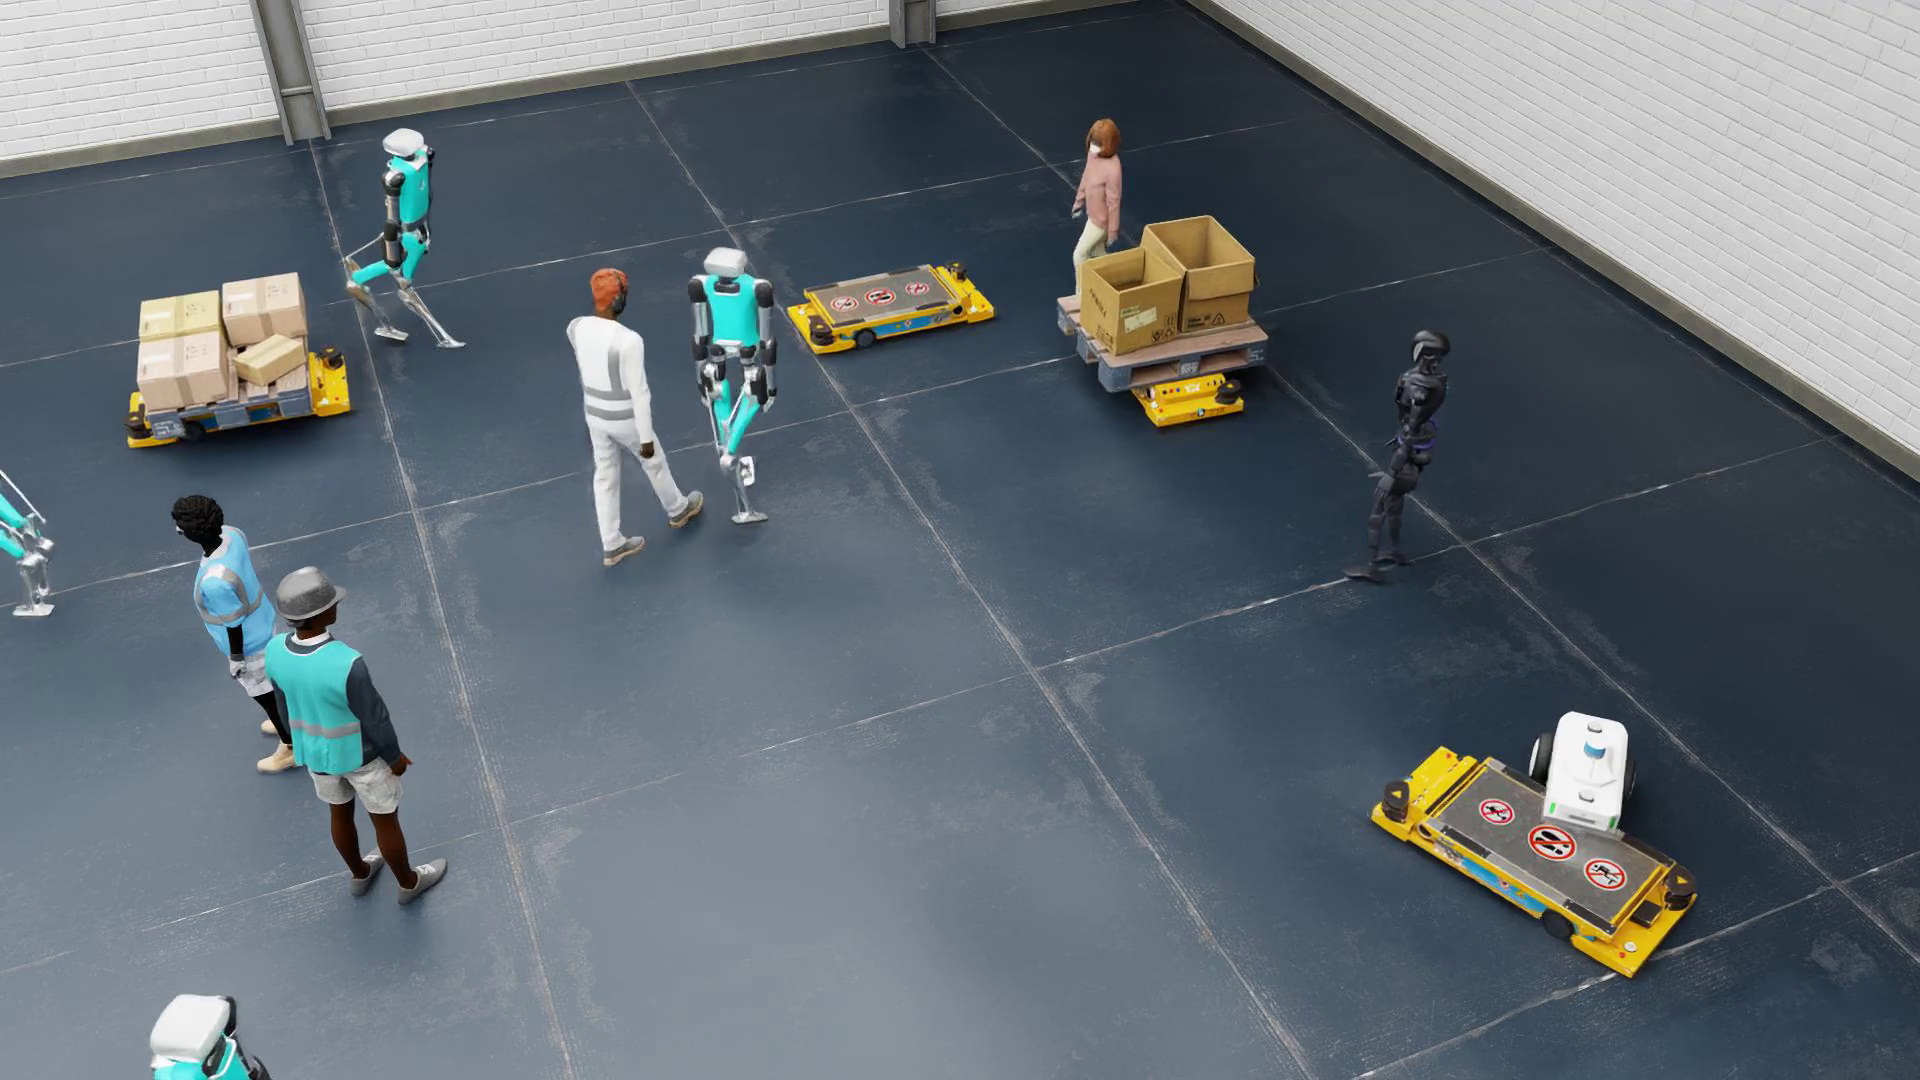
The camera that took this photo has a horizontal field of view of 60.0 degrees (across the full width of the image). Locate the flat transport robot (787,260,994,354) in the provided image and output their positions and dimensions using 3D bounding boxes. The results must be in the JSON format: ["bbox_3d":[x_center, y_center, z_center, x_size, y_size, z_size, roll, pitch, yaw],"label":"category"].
[{"bbox_3d":[-0.526,-1.762,12.568,1.431,0.231,0.659,-14,40,-18],"label":"flat transport robot"}]

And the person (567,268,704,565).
[{"bbox_3d":[-1.971,-0.775,9.995,0.636,1.838,0.898,19,42,23],"label":"person"}]

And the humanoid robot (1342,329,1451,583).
[{"bbox_3d":[2.579,-0.514,9.782,0.400,1.652,0.600,12,39,16],"label":"humanoid robot"}]

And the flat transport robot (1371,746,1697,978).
[{"bbox_3d":[2.842,1.540,8.269,1.431,0.231,0.659,31,47,34],"label":"flat transport robot"}]

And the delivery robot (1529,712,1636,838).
[{"bbox_3d":[3.185,1.224,8.458,0.521,0.609,0.781,13,39,17],"label":"delivery robot"}]

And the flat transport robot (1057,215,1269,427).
[{"bbox_3d":[1.442,-1.309,11.977,0.659,0.231,1.431,-12,39,-15],"label":"flat transport robot"}]

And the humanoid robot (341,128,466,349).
[{"bbox_3d":[-4.088,-2.103,11.824,0.930,1.760,0.545,9,39,12],"label":"humanoid robot"}]

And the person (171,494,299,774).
[{"bbox_3d":[-3.656,0.471,8.484,0.319,1.698,0.538,-7,38,-10],"label":"person"}]

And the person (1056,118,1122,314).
[{"bbox_3d":[1.044,-2.375,12.262,0.582,1.600,0.510,-1,38,-1],"label":"person"}]

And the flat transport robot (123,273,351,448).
[{"bbox_3d":[-5.021,-1.002,11.578,1.431,0.231,0.659,-12,39,-15],"label":"flat transport robot"}]

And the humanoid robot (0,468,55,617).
[{"bbox_3d":[-5.501,-0.254,9.404,0.740,1.787,0.541,8,38,10],"label":"humanoid robot"}]

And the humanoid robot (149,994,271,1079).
[{"bbox_3d":[-2.369,2.305,6.115,1.035,1.774,0.545,-1,38,-1],"label":"humanoid robot"}]

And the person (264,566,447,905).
[{"bbox_3d":[-2.843,0.949,7.670,0.553,1.937,0.432,11,39,14],"label":"person"}]

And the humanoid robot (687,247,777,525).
[{"bbox_3d":[-1.433,-0.836,10.186,0.548,1.753,0.950,6,38,7],"label":"humanoid robot"}]
